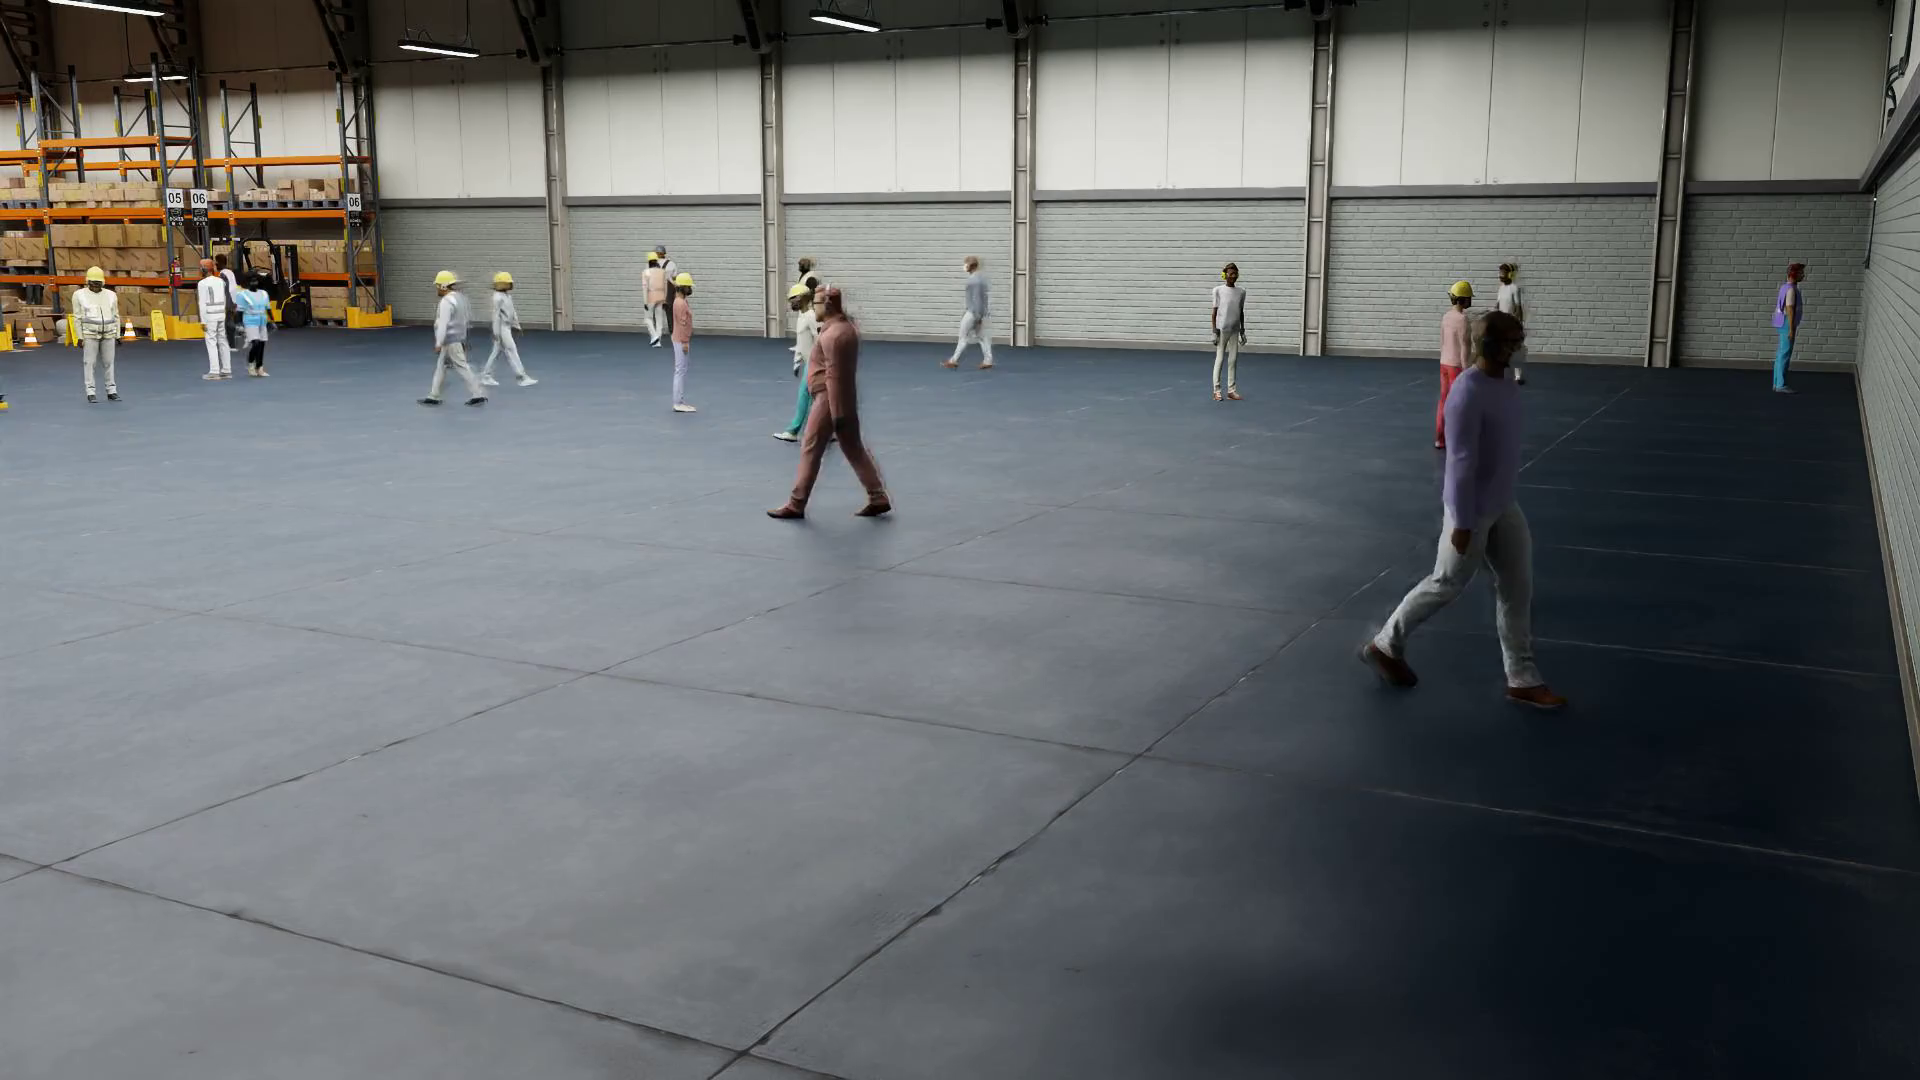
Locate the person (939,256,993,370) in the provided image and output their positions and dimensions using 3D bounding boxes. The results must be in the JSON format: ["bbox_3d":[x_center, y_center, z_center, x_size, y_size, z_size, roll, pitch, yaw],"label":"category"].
[{"bbox_3d":[0.116,-3.757,27.626,0.971,1.895,0.641,2,11,9],"label":"person"}]

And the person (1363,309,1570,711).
[{"bbox_3d":[2.455,-0.160,8.017,0.982,1.906,0.637,9,14,40],"label":"person"}]

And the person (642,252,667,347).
[{"bbox_3d":[-6.146,-4.823,33.390,0.598,1.908,0.421,-8,13,-38],"label":"person"}]

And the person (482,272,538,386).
[{"bbox_3d":[-6.784,-3.143,24.815,0.898,1.696,0.500,1,10,3],"label":"person"}]

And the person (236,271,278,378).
[{"bbox_3d":[-11.068,-3.380,26.167,0.376,1.680,0.549,6,12,29],"label":"person"}]

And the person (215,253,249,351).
[{"bbox_3d":[-14.054,-4.577,32.099,0.579,1.896,0.622,-2,11,-12],"label":"person"}]

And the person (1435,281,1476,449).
[{"bbox_3d":[5.175,-1.802,17.323,0.312,1.768,0.530,-2,11,-10],"label":"person"}]

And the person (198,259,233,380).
[{"bbox_3d":[-11.657,-3.441,25.958,0.341,1.879,0.573,3,11,15],"label":"person"}]

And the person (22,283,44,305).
[{"bbox_3d":[-24.859,-6.879,44.592,0.390,1.918,0.581,5,12,26],"label":"person"}]

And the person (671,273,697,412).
[{"bbox_3d":[-3.515,-2.517,21.226,0.330,1.765,0.533,-2,11,-12],"label":"person"}]

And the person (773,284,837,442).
[{"bbox_3d":[-1.672,-1.897,17.984,0.839,1.704,0.590,-3,11,-16],"label":"person"}]

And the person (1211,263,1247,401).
[{"bbox_3d":[3.667,-2.830,22.643,0.514,1.872,0.327,-4,11,-19],"label":"person"}]

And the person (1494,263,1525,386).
[{"bbox_3d":[8.010,-3.166,24.618,0.948,1.820,0.509,-1,10,-6],"label":"person"}]

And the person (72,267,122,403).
[{"bbox_3d":[-11.602,-2.762,22.408,0.404,1.822,0.587,10,14,43],"label":"person"}]

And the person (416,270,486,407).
[{"bbox_3d":[-6.668,-2.624,21.759,0.924,1.786,0.611,-1,10,-4],"label":"person"}]

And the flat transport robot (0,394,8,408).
[{"bbox_3d":[-12.963,-1.789,21.331,1.431,0.197,0.652,6,12,28],"label":"flat transport robot"}]

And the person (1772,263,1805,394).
[{"bbox_3d":[11.794,-3.012,23.700,0.388,1.846,0.565,4,11,18],"label":"person"}]

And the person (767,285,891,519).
[{"bbox_3d":[-1.014,-1.083,13.155,0.958,1.864,0.646,2,11,12],"label":"person"}]

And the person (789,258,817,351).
[{"bbox_3d":[-2.919,-4.591,32.415,0.832,1.815,0.619,-3,11,-18],"label":"person"}]

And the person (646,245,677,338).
[{"bbox_3d":[-6.484,-5.391,36.141,0.674,2.000,0.537,-3,11,-14],"label":"person"}]
